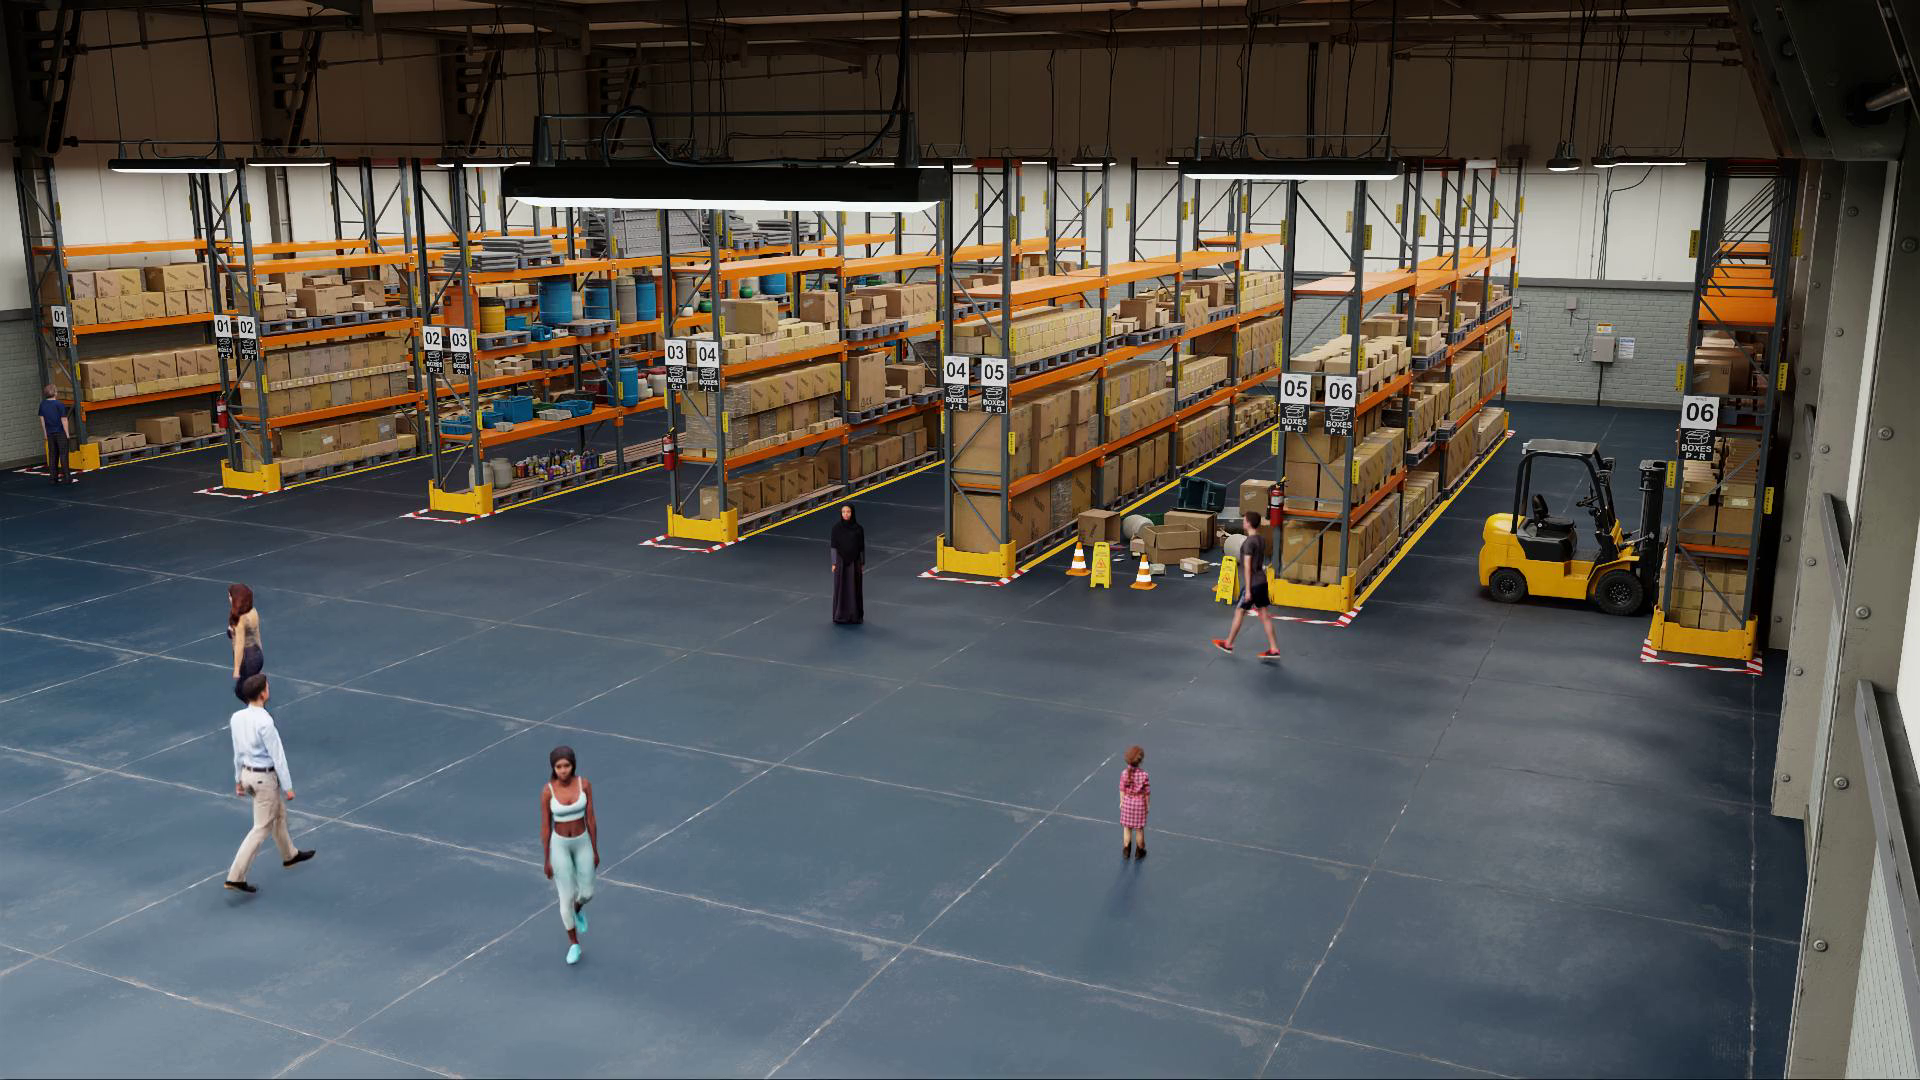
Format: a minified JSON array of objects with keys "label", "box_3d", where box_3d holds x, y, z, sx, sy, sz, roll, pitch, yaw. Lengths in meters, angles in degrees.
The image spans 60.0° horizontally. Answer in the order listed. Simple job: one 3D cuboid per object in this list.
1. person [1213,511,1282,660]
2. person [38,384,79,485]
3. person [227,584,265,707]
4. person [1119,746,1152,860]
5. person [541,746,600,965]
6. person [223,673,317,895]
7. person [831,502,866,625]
[{"label":"person","box_3d":[3.645,0.592,20.197,0.925,1.810,1.158,10,16,37]},{"label":"person","box_3d":[-16.954,-1.990,31.208,0.729,1.872,0.682,1,13,4]},{"label":"person","box_3d":[-7.267,1.301,17.241,0.807,1.761,0.722,-1,13,-4]},{"label":"person","box_3d":[1.527,2.297,14.585,0.461,1.019,0.481,3,13,14]},{"label":"person","box_3d":[-2.985,2.369,12.742,0.803,1.711,0.865,-4,14,-18]},{"label":"person","box_3d":[-5.885,2.051,13.870,0.714,1.821,1.227,7,15,29]},{"label":"person","box_3d":[-1.466,0.294,21.916,0.692,1.615,0.709,0,13,2]}]
